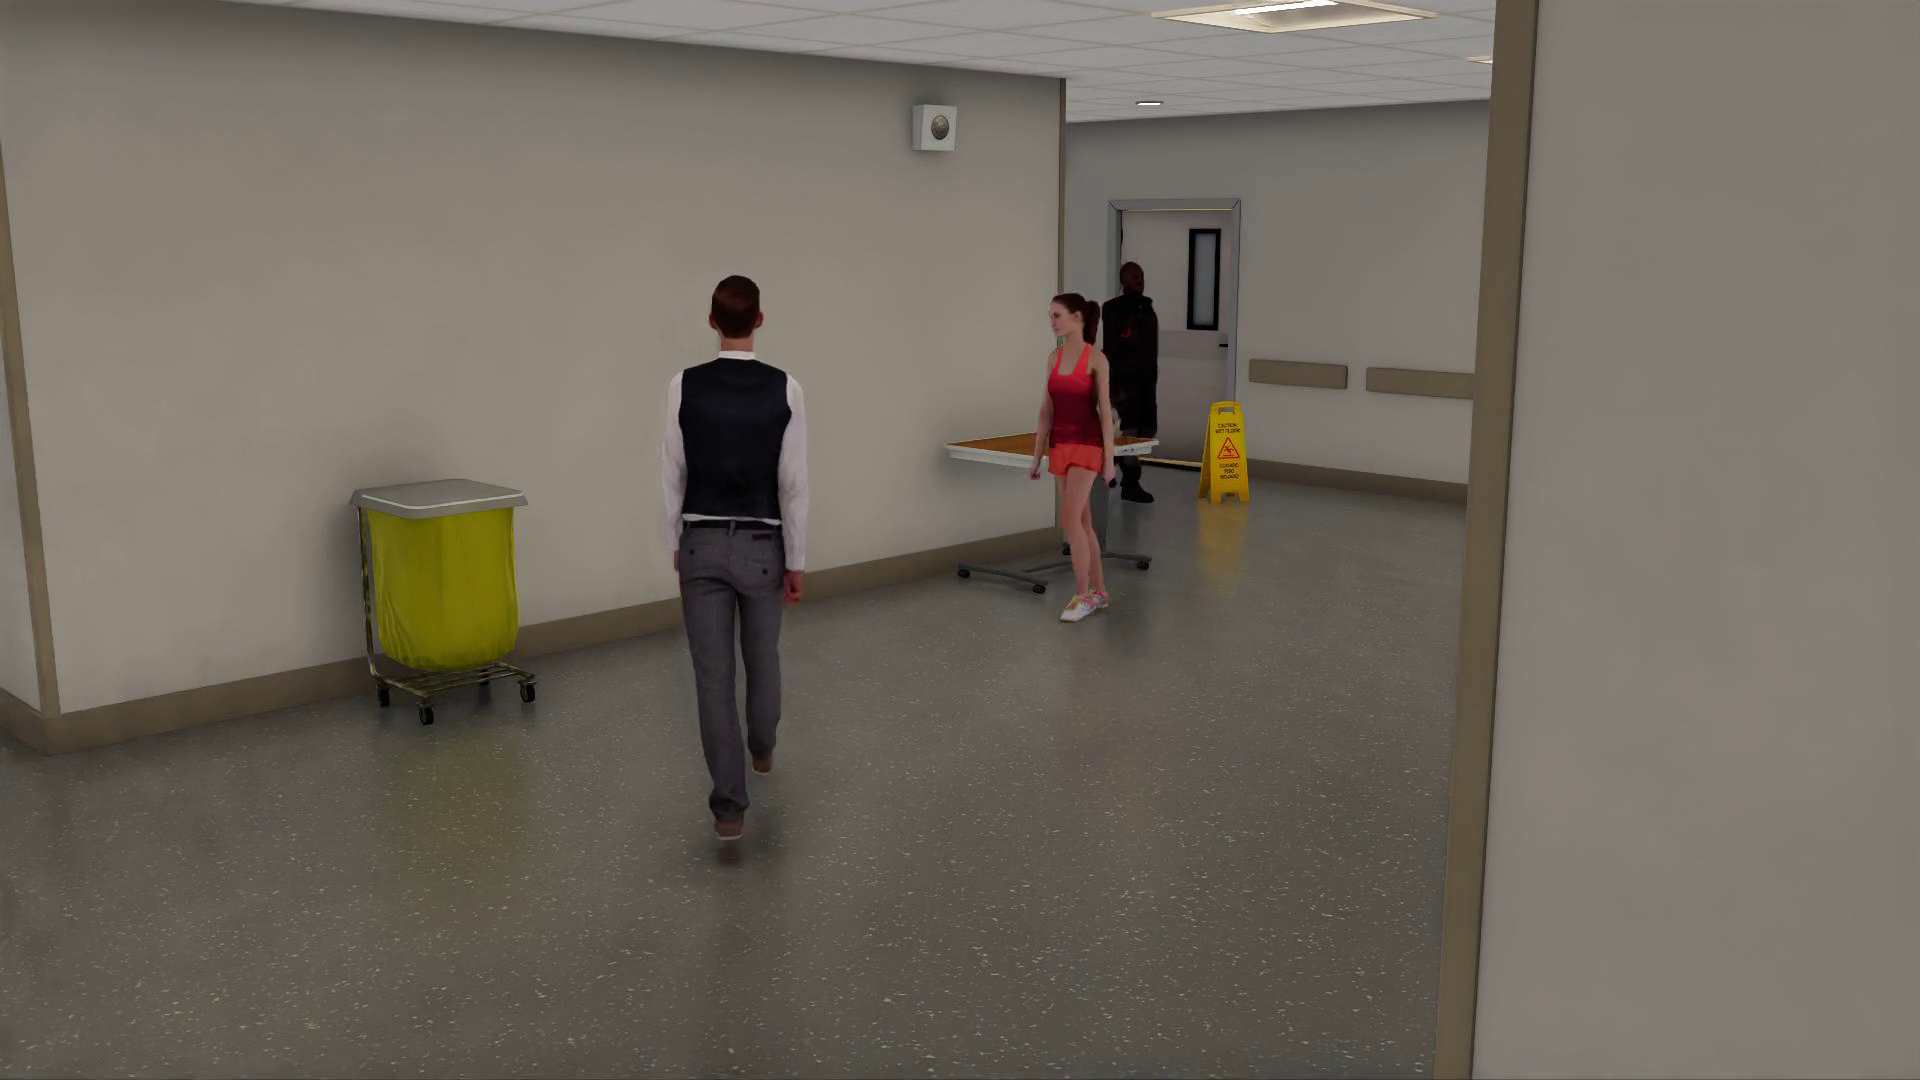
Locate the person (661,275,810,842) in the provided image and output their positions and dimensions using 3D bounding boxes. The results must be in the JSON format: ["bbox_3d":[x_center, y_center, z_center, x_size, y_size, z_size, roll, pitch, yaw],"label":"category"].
[{"bbox_3d":[-0.785,0.092,5.687,1.180,1.884,1.328,-1,11,-6],"label":"person"}]

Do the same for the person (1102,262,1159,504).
[{"bbox_3d":[1.255,-1.210,12.767,0.789,1.803,1.022,-8,13,-35],"label":"person"}]

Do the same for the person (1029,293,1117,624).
[{"bbox_3d":[0.684,-0.450,8.966,0.690,1.725,0.625,10,15,43],"label":"person"}]
